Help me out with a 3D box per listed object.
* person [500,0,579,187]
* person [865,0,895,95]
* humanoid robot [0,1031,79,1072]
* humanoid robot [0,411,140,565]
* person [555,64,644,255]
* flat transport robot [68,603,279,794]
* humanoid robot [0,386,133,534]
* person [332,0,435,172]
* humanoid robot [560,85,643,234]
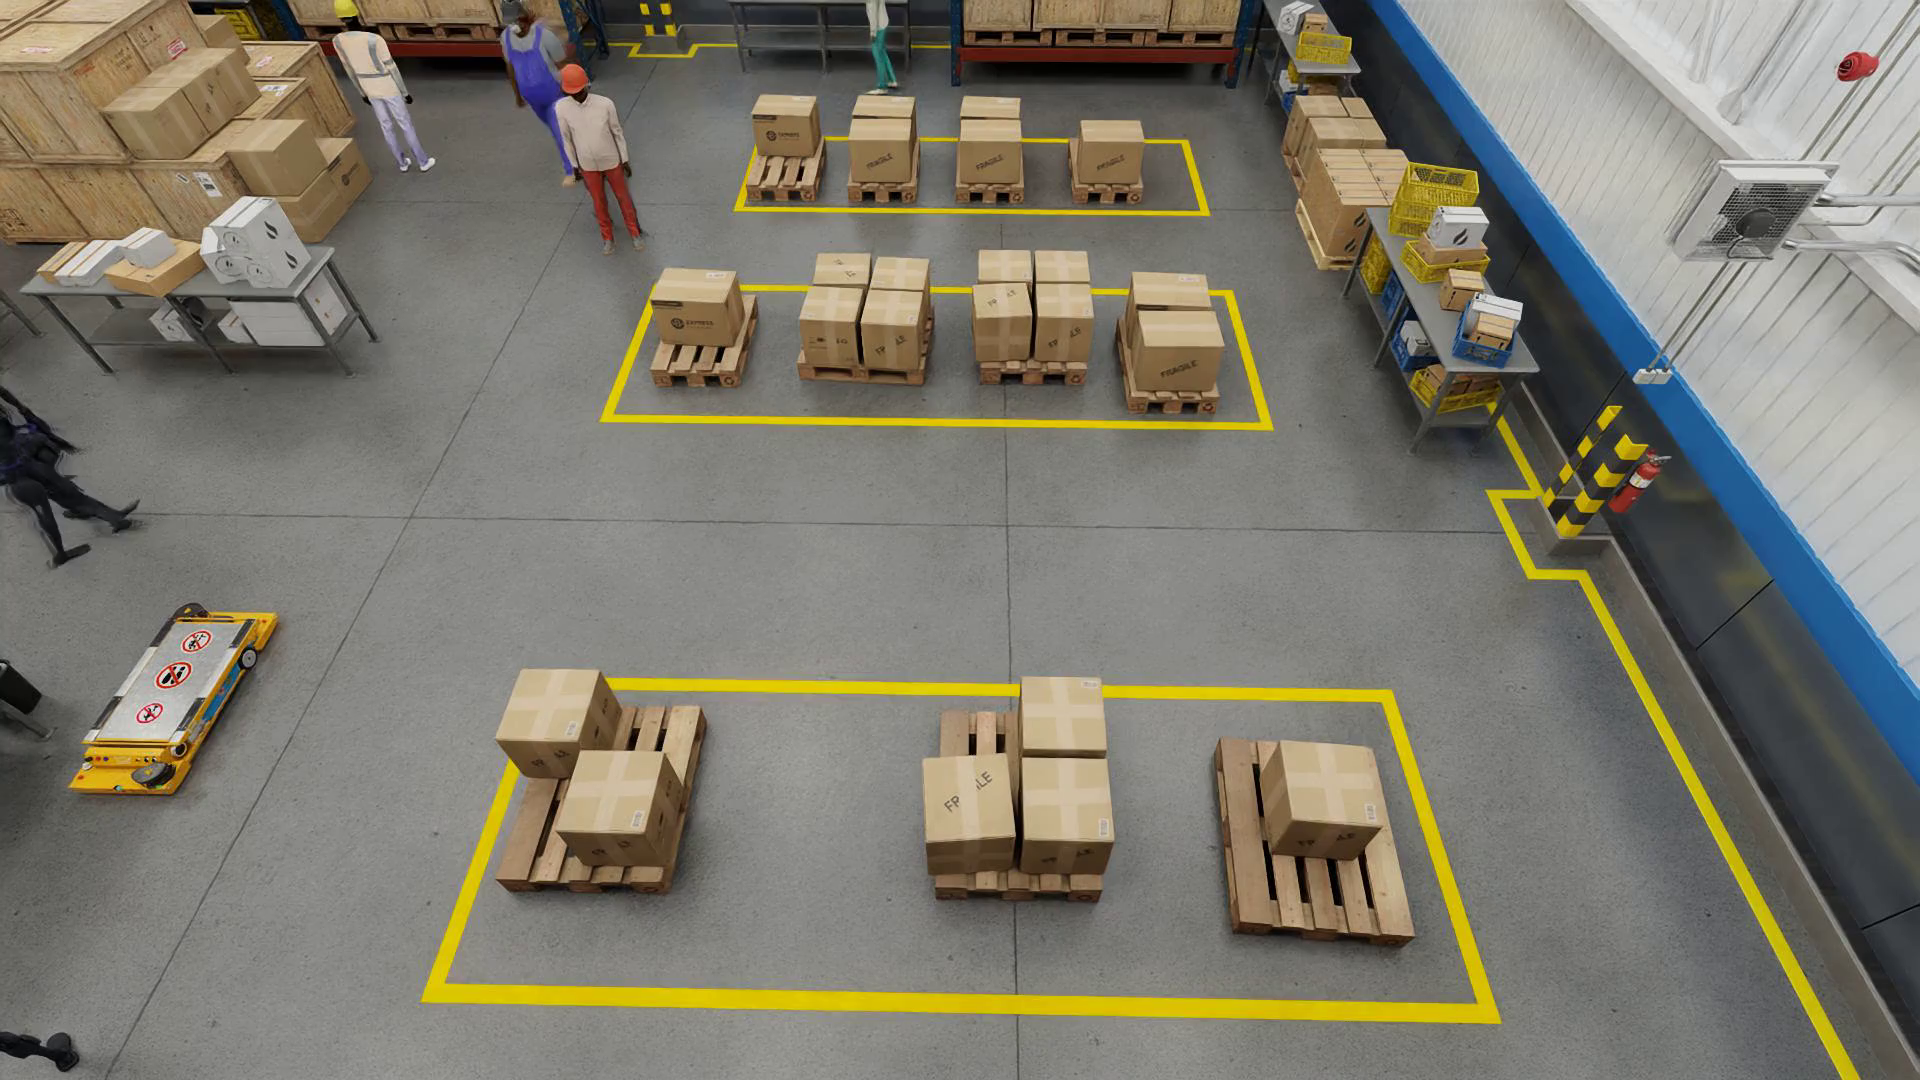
[{"bbox_3d":[-4.852,-5.146,10.562,0.711,2.000,0.870,8,50,7],"label":"person"},{"bbox_3d":[-1.124,-6.846,12.190,0.383,1.749,0.529,5,50,4],"label":"person"},{"bbox_3d":[-5.061,2.417,4.390,0.313,1.657,0.608,18,52,15],"label":"humanoid robot"},{"bbox_3d":[-7.045,-0.545,6.926,0.603,1.615,0.767,35,58,26],"label":"humanoid robot"},{"bbox_3d":[-3.767,-3.949,9.584,0.608,1.986,0.387,-10,50,-8],"label":"person"},{"bbox_3d":[-5.504,1.072,6.442,0.652,0.197,1.431,1,50,1],"label":"flat transport robot"},{"bbox_3d":[-7.161,-0.645,7.021,0.688,1.650,0.589,-1,50,-1],"label":"humanoid robot"},{"bbox_3d":[-6.803,-5.312,10.786,0.588,1.920,0.401,-2,50,-1],"label":"person"},{"bbox_3d":[-3.905,-4.145,9.985,0.765,1.619,0.597,36,59,27],"label":"humanoid robot"}]
